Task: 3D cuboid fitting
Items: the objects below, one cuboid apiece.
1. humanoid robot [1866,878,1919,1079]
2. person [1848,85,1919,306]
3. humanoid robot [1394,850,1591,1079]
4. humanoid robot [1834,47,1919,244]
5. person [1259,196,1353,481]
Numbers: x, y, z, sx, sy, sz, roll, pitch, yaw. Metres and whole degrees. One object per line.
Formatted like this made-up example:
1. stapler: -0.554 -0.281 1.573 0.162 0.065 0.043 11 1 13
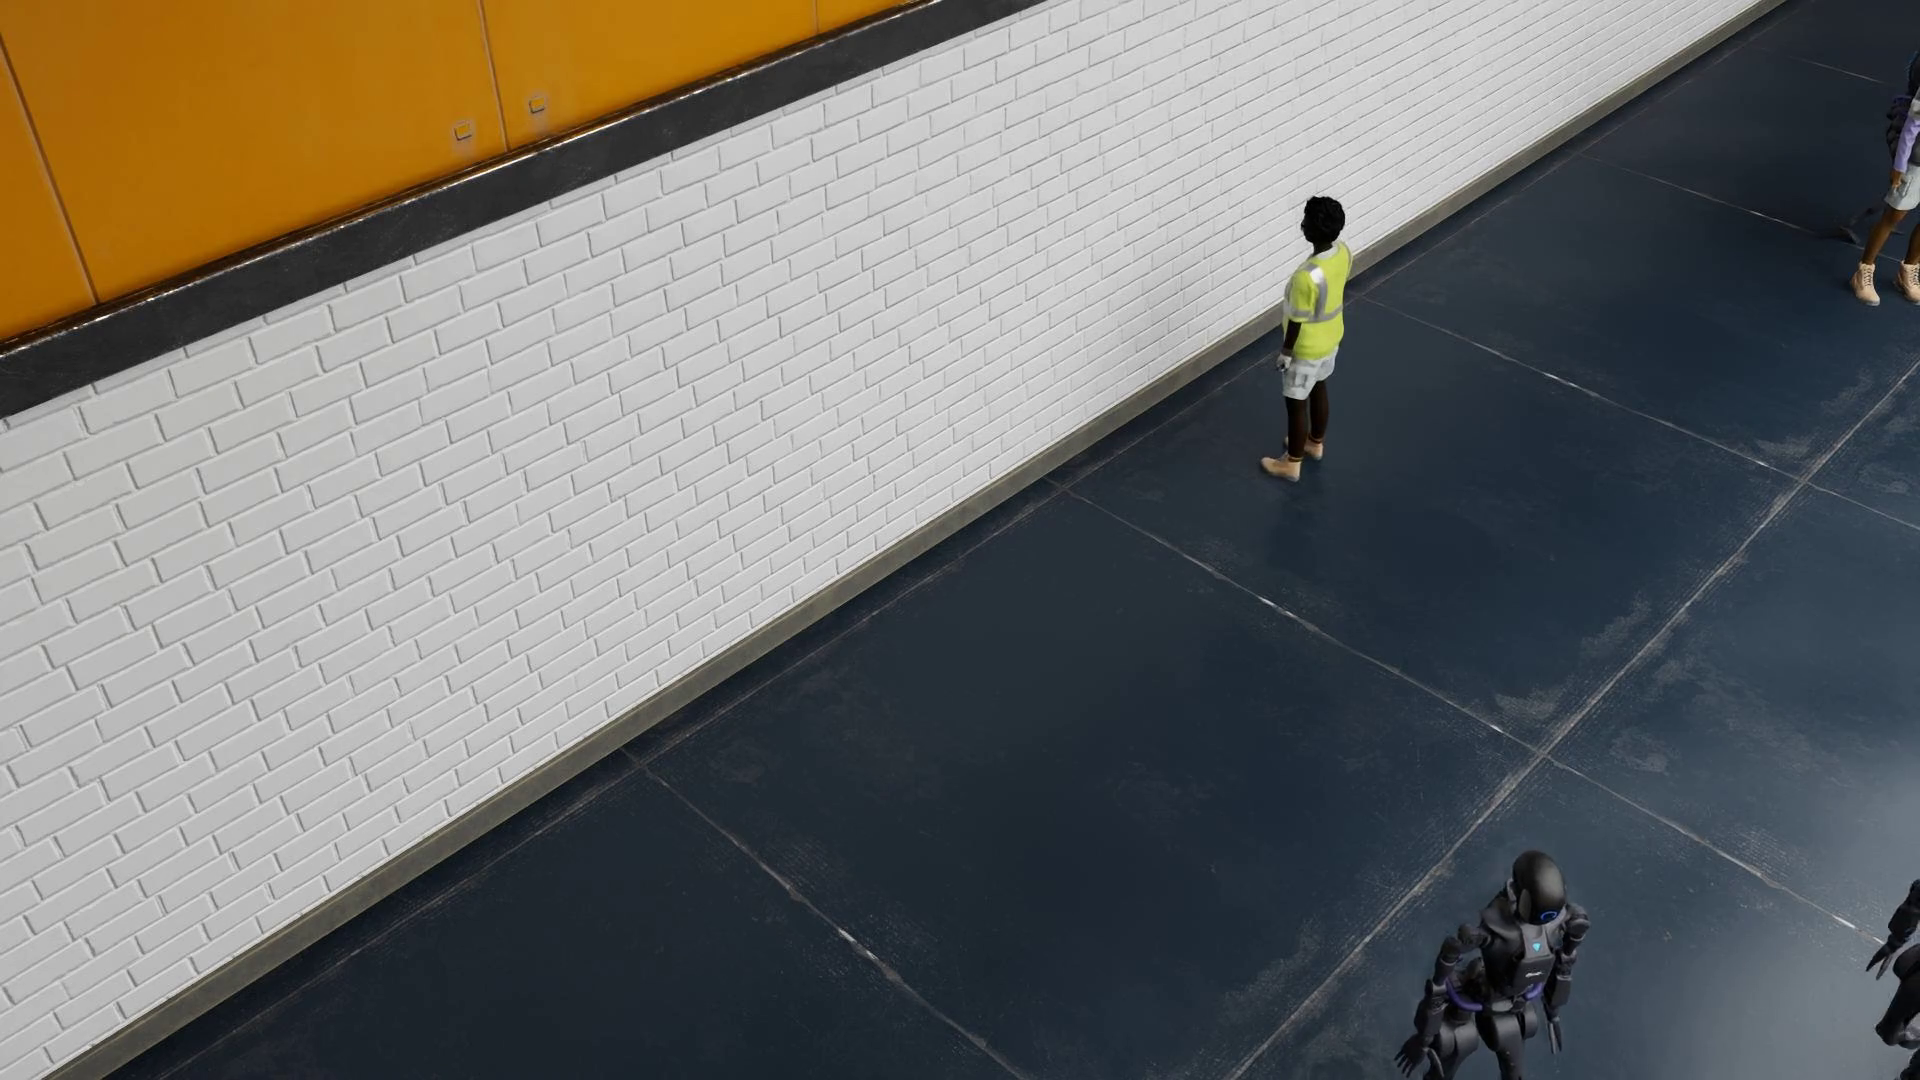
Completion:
1. humanoid robot: 3.583 1.553 5.867 0.626 1.638 0.590 -13 41 -16
2. person: 6.223 -2.406 10.523 0.601 2.034 0.414 -1 39 -1
3. humanoid robot: 1.813 1.641 5.738 0.609 1.646 0.436 -9 40 -11
4. humanoid robot: 6.440 -2.795 11.294 0.560 1.645 0.613 8 39 10
5. person: 1.927 -1.105 9.163 0.322 1.689 0.529 24 45 27
